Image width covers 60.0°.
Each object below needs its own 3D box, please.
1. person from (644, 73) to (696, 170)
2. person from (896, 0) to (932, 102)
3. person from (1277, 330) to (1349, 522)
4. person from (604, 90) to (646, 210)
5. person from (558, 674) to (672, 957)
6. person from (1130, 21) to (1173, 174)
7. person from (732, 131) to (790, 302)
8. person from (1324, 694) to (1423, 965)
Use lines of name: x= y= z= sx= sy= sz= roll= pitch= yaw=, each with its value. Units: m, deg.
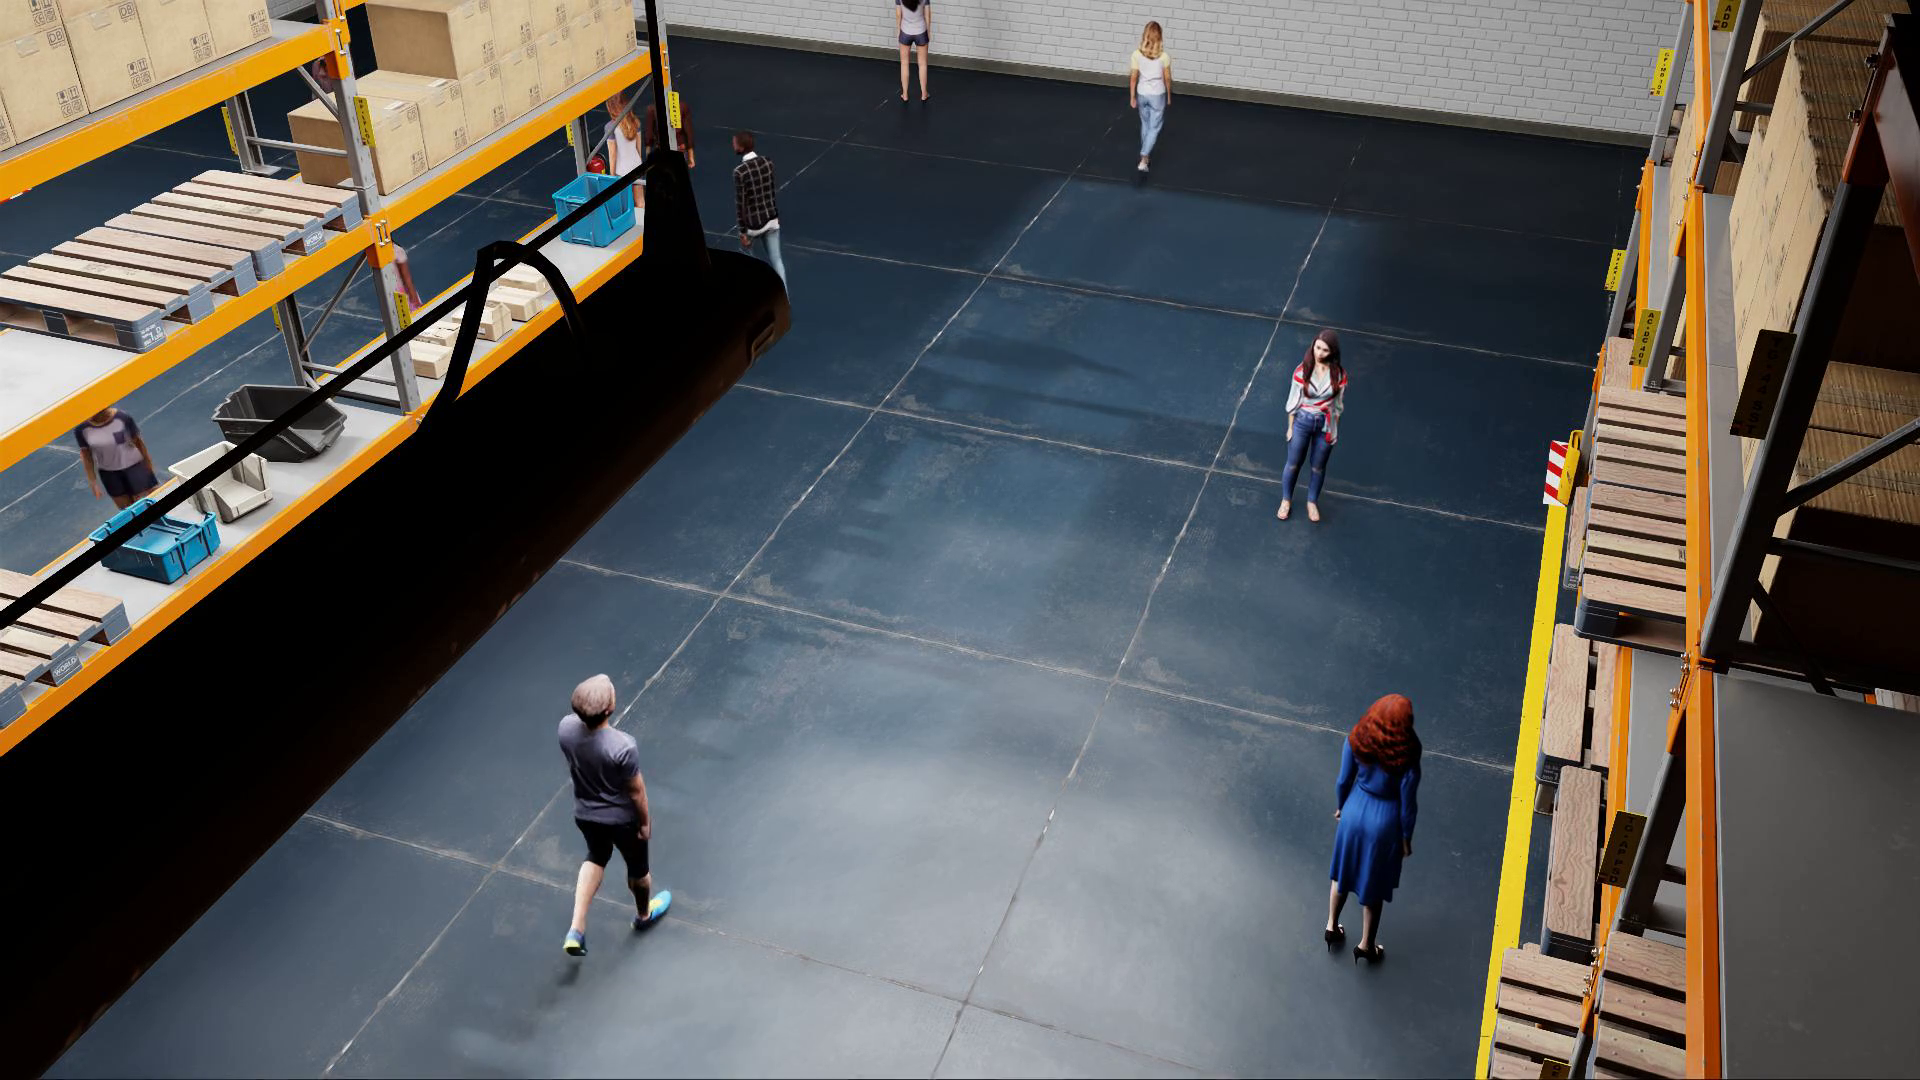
person: x=-2.982 y=-3.949 z=17.296 sx=0.927 sy=1.750 sz=1.007 roll=-11 pitch=35 yaw=-16
person: x=-0.593 y=-6.434 z=21.073 sx=0.664 sy=1.707 sz=0.649 roll=-1 pitch=34 yaw=-1
person: x=2.723 y=-0.890 z=12.818 sx=0.626 sy=1.612 sz=0.576 roll=4 pitch=34 yaw=6
person: x=-3.402 y=-3.781 z=17.061 sx=0.716 sy=1.730 sz=0.584 roll=24 pitch=40 yaw=31
person: x=-1.934 y=1.522 z=8.957 sx=0.690 sy=1.869 sz=0.994 roll=14 pitch=36 yaw=20
person: x=2.172 y=-4.999 z=18.919 sx=0.663 sy=1.700 sz=1.014 roll=13 pitch=36 yaw=19
person: x=-1.849 y=-2.950 z=15.777 sx=1.232 sy=1.768 sz=1.198 roll=-19 pitch=38 yaw=-27
person: x=2.202 y=1.564 z=8.931 sx=0.694 sy=1.828 sz=0.692 roll=27 pitch=42 yaw=34
